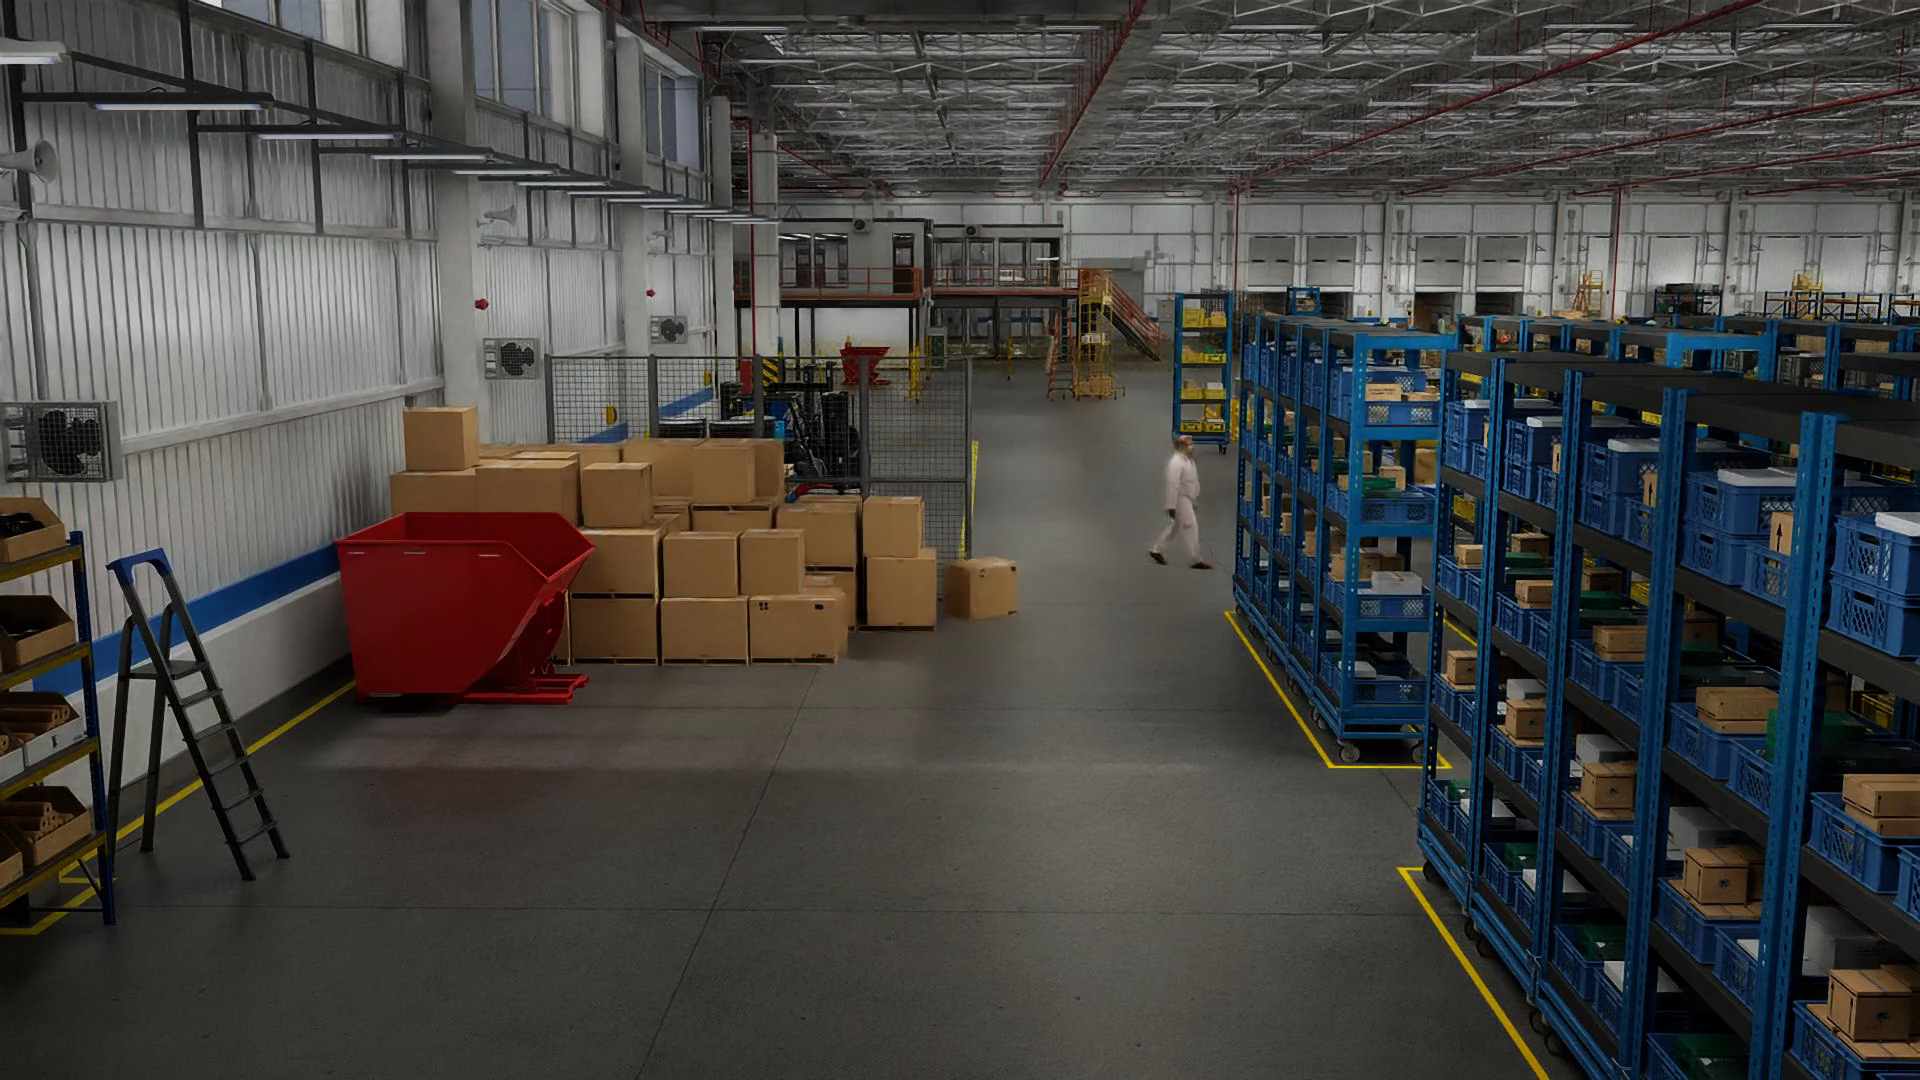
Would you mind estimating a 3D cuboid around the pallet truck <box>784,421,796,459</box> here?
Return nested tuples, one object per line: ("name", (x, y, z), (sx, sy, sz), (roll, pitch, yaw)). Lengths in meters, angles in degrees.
("pallet truck", (-4.013, -1.793, 32.705), (1.601, 1.201, 0.680), (0, 9, 1))

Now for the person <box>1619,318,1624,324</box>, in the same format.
("person", (30.862, -9.426, 77.675), (0.585, 1.918, 0.394), (7, 12, 39))

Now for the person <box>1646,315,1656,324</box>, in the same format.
("person", (33.849, -10.048, 81.440), (0.369, 1.940, 0.631), (-4, 10, -23))

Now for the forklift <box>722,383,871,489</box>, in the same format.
("forklift", (-2.893, -1.687, 28.729), (2.680, 1.987, 1.157), (0, 9, -1))

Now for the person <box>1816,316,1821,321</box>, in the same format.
("person", (41.288, -9.796, 79.997), (0.391, 1.911, 0.584), (-3, 10, -15))

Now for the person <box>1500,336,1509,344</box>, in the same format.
("person", (17.439, -5.534, 53.325), (0.615, 2.032, 0.416), (7, 11, 36))

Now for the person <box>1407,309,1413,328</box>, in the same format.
("person", (25.603, -12.185, 94.697), (0.399, 1.918, 0.589), (6, 11, 34))

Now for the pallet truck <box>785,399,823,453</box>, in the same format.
("pallet truck", (-3.814, -2.432, 36.419), (1.630, 1.274, 0.653), (0, 9, 1))

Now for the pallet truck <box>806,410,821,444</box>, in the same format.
("pallet truck", (-3.559, -2.018, 33.905), (1.522, 1.261, 0.704), (0, 9, -1))

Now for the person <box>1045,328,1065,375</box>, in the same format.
("person", (3.756, -7.353, 65.089), (0.900, 1.842, 0.597), (2, 9, 11))

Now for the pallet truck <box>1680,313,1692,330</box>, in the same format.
("pallet truck", (36.315, -10.531, 84.244), (0.823, 1.965, 1.885), (-6, 11, -33))

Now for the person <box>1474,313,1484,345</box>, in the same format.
("person", (26.805, -10.677, 85.414), (0.896, 1.905, 0.664), (7, 12, 38))

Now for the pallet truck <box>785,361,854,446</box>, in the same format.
("pallet truck", (-3.410, -3.193, 38.978), (1.885, 1.965, 0.823), (0, 9, -1))

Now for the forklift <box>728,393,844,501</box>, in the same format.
("forklift", (-2.979, -1.316, 26.476), (2.680, 1.987, 1.157), (0, 9, 1))

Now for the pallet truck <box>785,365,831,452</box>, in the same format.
("pallet truck", (-3.774, -2.976, 37.635), (1.885, 1.965, 0.823), (1, 9, 5))

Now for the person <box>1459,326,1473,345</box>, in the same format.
("person", (19.742, -7.404, 65.006), (0.424, 1.996, 0.626), (-7, 11, -36))

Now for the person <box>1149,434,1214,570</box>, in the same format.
("person", (3.054, -0.541, 23.018), (0.936, 1.870, 0.651), (4, 10, 23))

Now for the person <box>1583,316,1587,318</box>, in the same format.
("person", (33.191, -11.050, 88.424), (0.370, 1.685, 0.540), (9, 13, 43))

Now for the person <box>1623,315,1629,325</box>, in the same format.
("person", (34.353, -10.734, 86.068), (0.797, 1.820, 0.633), (1, 9, 5))

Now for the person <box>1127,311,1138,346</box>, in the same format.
("person", (9.379, -11.505, 90.463), (0.563, 1.927, 0.423), (-1, 9, -5))

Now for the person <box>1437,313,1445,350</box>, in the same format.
("person", (24.930, -10.797, 86.143), (0.578, 1.915, 0.625), (7, 12, 37))
